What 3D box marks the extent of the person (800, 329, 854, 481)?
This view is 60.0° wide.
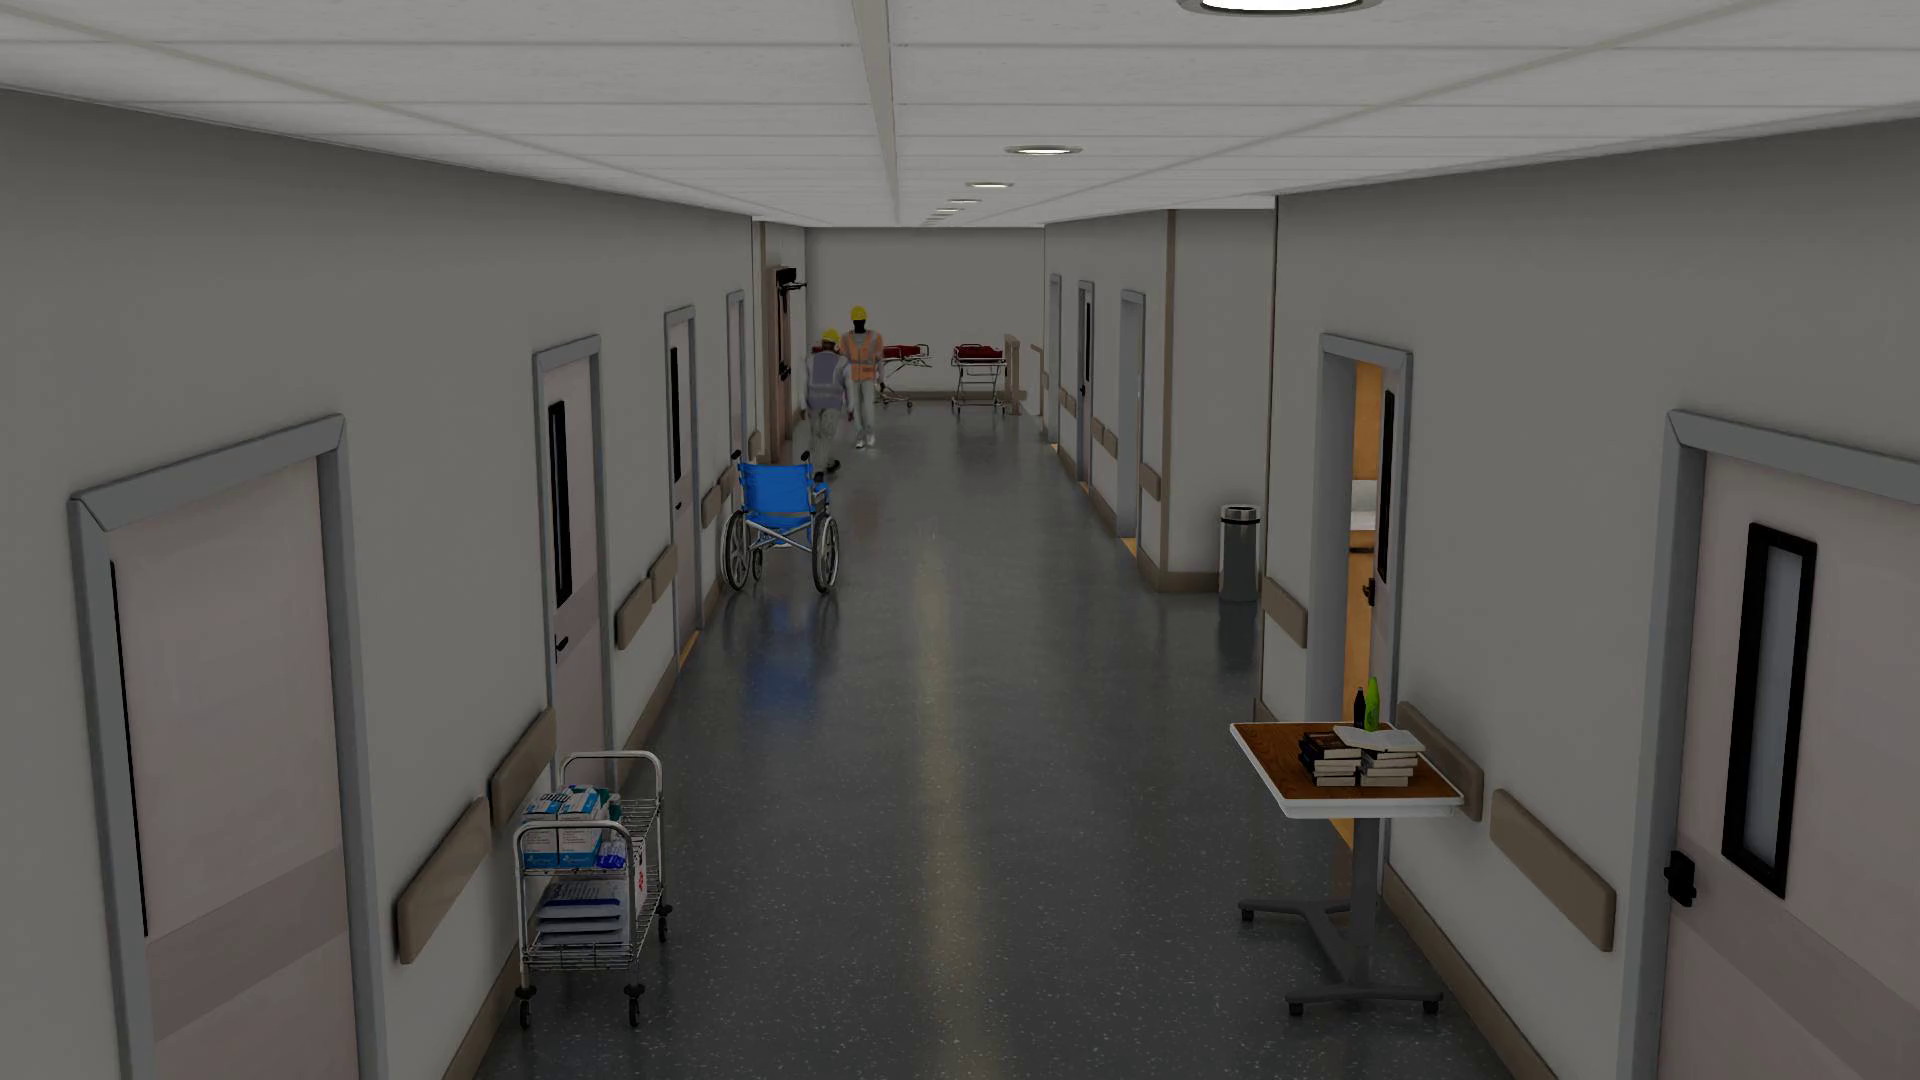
[{"bbox_3d":[-1.558,-1.583,19.509,0.597,1.749,1.008,2,10,10],"label":"person"}]

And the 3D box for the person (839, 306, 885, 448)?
[{"bbox_3d":[-1.330,-2.181,22.360,0.605,1.910,0.419,2,10,10],"label":"person"}]
